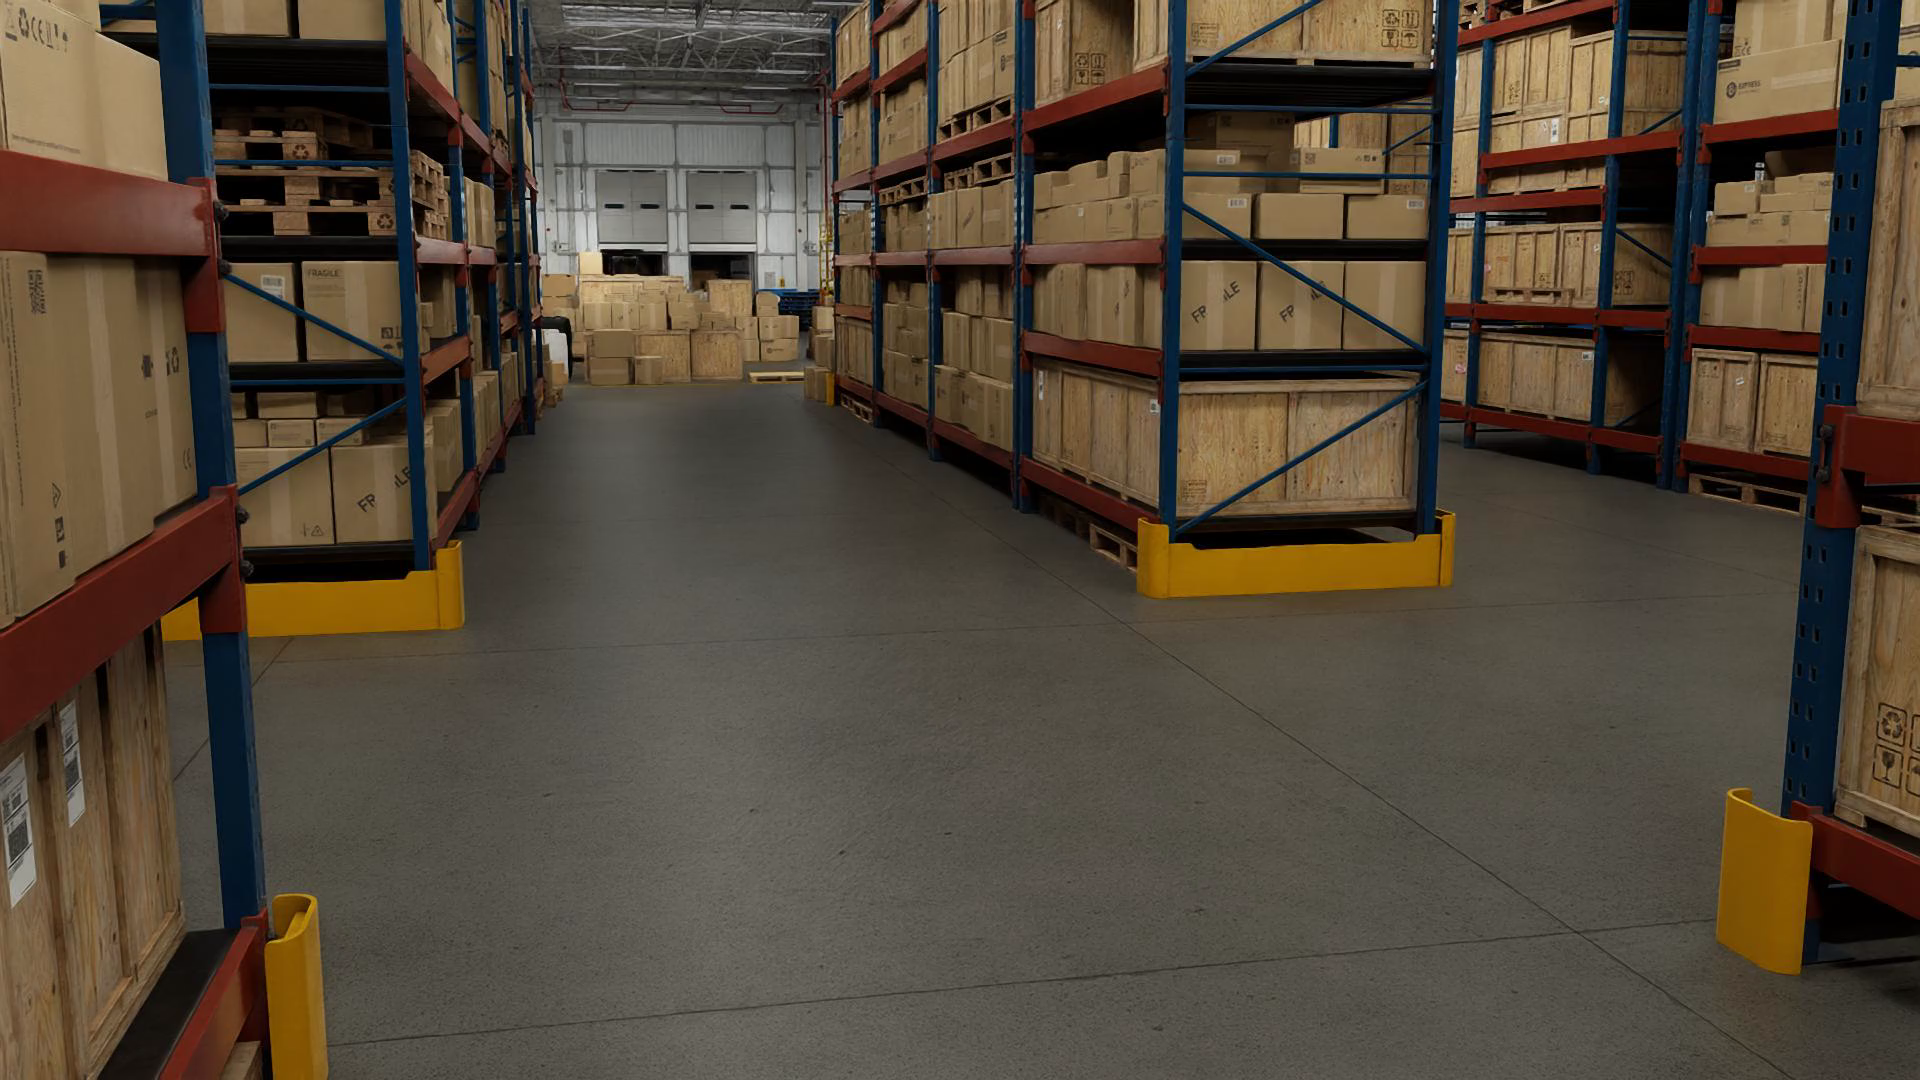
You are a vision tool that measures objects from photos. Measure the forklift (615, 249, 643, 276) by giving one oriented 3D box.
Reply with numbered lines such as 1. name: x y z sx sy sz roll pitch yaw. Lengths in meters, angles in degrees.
1. forklift: -11.057 -8.346 55.695 1.129 2.768 1.873 3 10 16

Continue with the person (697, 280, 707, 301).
1. person: -6.782 -5.879 43.635 0.997 1.903 0.636 0 9 1

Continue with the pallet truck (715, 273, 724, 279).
1. pallet truck: -8.580 -8.986 62.280 1.885 1.965 0.823 1 9 5
